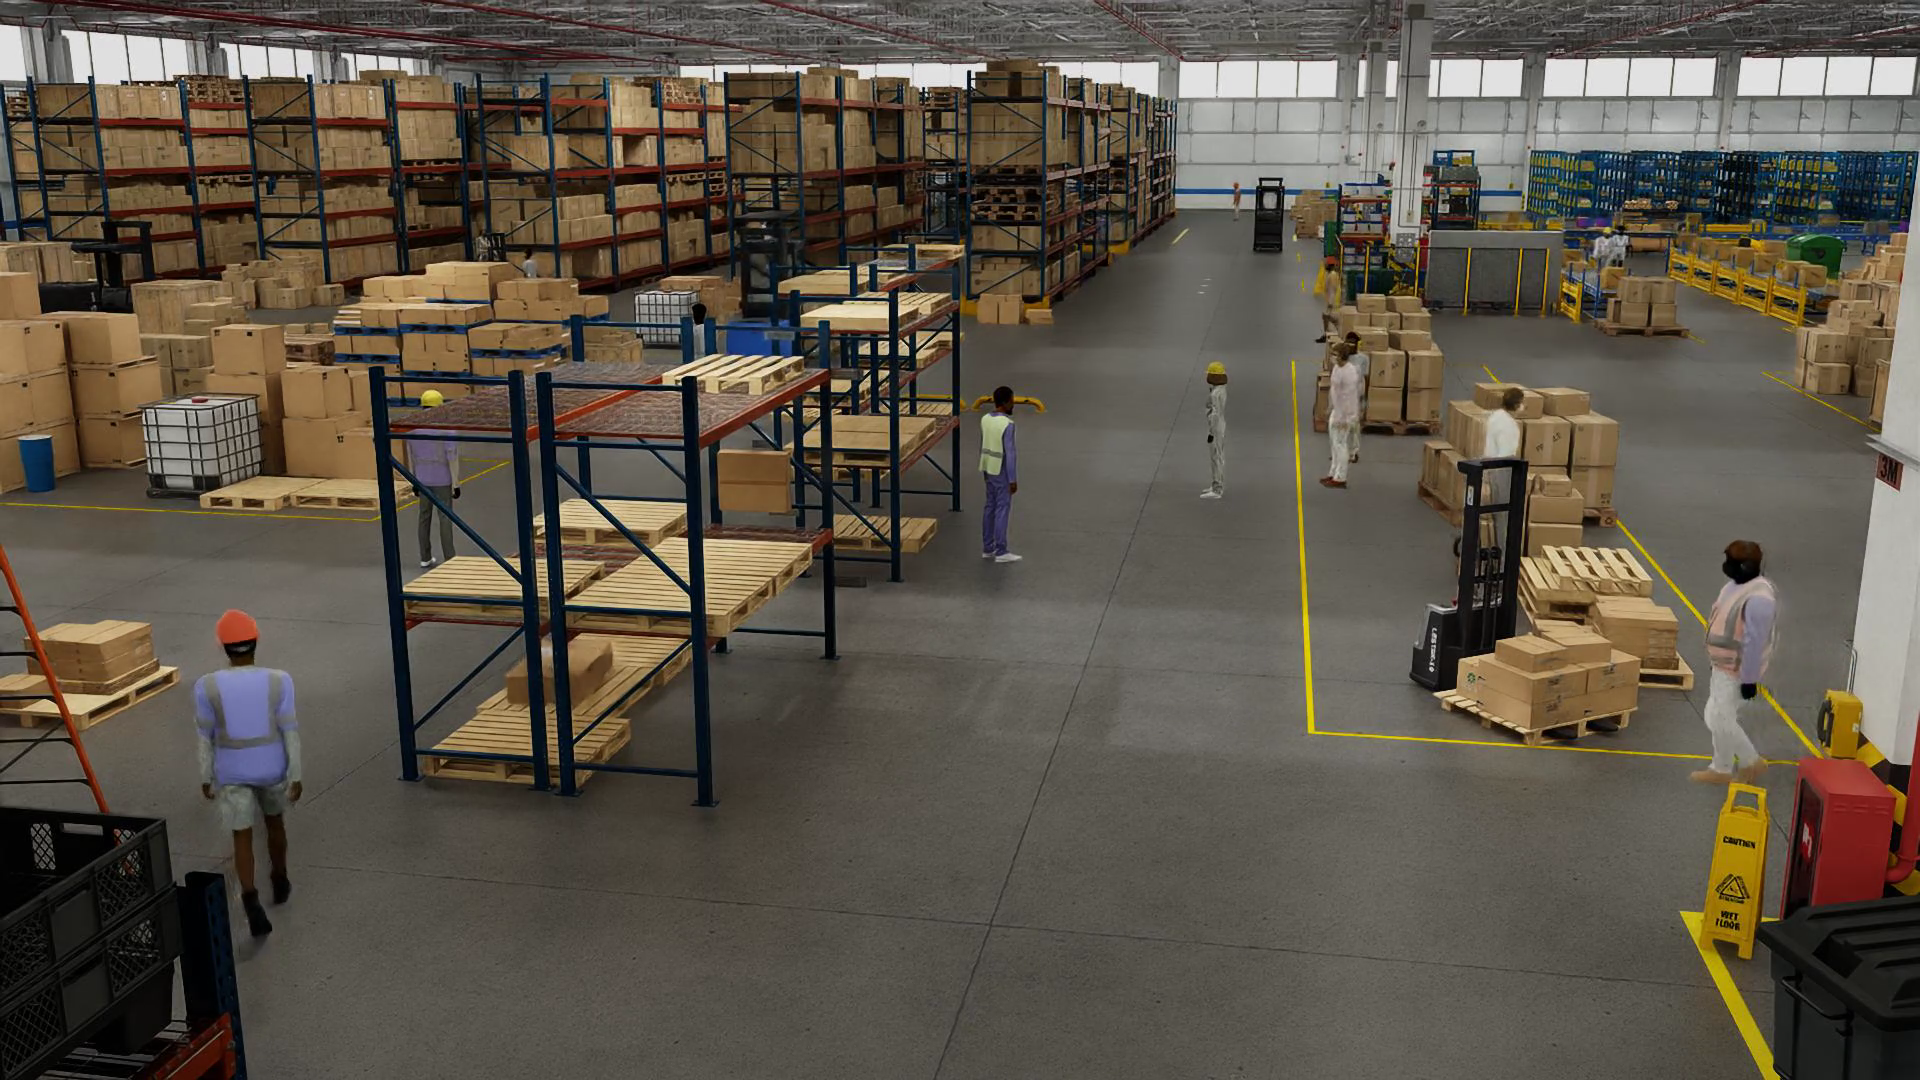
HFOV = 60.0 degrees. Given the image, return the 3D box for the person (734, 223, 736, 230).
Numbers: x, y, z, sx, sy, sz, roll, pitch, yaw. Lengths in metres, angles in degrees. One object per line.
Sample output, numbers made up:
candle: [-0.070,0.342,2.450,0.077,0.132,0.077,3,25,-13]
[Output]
person: [-9.465,-13.186,69.305,0.280,1.633,0.500,5,15,18]

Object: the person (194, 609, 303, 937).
person: [-4.147,1.355,9.735,0.561,1.904,0.855,-6,15,-22]

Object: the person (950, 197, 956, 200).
person: [-0.317,-17.927,88.376,0.535,1.703,0.929,11,18,38]

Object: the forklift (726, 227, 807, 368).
forklift: [-3.731,-4.564,31.733,1.129,2.768,1.873,3,14,10]

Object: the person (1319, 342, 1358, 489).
person: [4.998,-1.639,21.823,0.397,1.928,0.659,-1,14,-3]

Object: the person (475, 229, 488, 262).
person: [-14.793,-8.838,51.640,0.309,1.640,0.512,10,17,36]

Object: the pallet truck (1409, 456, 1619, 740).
pallet truck: [4.504,0.400,13.395,0.823,1.965,1.885,-6,15,-23]

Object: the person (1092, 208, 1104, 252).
person: [4.904,-10.880,59.356,0.444,1.919,0.644,0,14,2]

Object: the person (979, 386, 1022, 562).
person: [0.419,-0.720,18.108,0.379,1.917,0.591,-8,16,-29]

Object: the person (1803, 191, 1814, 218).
person: [40.746,-15.849,79.798,0.989,1.791,0.587,5,15,19]

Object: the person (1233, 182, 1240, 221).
person: [14.348,-17.578,86.425,0.418,1.986,0.618,0,14,0]

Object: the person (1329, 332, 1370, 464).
person: [5.508,-2.012,23.465,0.534,1.864,0.309,11,18,37]

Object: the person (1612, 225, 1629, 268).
person: [20.835,-9.080,52.519,0.558,1.674,0.593,3,14,14]

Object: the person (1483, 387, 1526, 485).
person: [5.904,-0.730,18.149,0.536,1.913,0.751,1,14,5]

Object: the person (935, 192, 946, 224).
person: [-1.002,-16.856,83.841,0.613,1.809,0.628,3,14,13]

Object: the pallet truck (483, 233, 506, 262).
pallet truck: [-11.832,-7.026,43.548,1.885,1.965,0.823,8,16,28]

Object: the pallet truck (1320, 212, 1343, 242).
pallet truck: [15.874,-13.227,70.310,0.680,1.201,1.601,10,17,35]

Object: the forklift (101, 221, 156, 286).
forklift: [-16.772,-5.071,33.793,1.129,2.768,1.873,3,14,10]

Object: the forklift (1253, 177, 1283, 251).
forklift: [12.083,-12.747,64.956,1.129,2.768,1.873,3,14,10]

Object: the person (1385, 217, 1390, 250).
person: [14.444,-9.814,55.146,0.741,1.863,0.404,3,14,13]

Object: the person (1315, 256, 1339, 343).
person: [8.219,-5.307,36.737,0.586,1.921,0.544,2,14,7]

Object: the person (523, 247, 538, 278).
person: [-10.450,-6.226,40.623,0.806,1.849,0.519,6,15,23]

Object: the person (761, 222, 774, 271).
person: [-6.365,-9.968,55.796,0.603,1.859,1.042,0,14,1]

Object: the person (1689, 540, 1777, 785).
person: [5.468,0.891,11.754,0.444,1.824,0.647,2,14,10]

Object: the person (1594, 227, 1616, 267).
person: [19.269,-8.449,49.691,0.609,1.816,0.426,2,14,8]

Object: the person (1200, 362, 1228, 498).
person: [3.249,-1.404,21.246,0.294,1.744,0.486,4,14,16]

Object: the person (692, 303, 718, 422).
person: [-4.078,-2.748,26.240,0.367,1.965,0.607,13,19,42]

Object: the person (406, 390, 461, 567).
person: [-5.623,-0.650,17.835,0.585,1.918,0.410,3,14,13]
